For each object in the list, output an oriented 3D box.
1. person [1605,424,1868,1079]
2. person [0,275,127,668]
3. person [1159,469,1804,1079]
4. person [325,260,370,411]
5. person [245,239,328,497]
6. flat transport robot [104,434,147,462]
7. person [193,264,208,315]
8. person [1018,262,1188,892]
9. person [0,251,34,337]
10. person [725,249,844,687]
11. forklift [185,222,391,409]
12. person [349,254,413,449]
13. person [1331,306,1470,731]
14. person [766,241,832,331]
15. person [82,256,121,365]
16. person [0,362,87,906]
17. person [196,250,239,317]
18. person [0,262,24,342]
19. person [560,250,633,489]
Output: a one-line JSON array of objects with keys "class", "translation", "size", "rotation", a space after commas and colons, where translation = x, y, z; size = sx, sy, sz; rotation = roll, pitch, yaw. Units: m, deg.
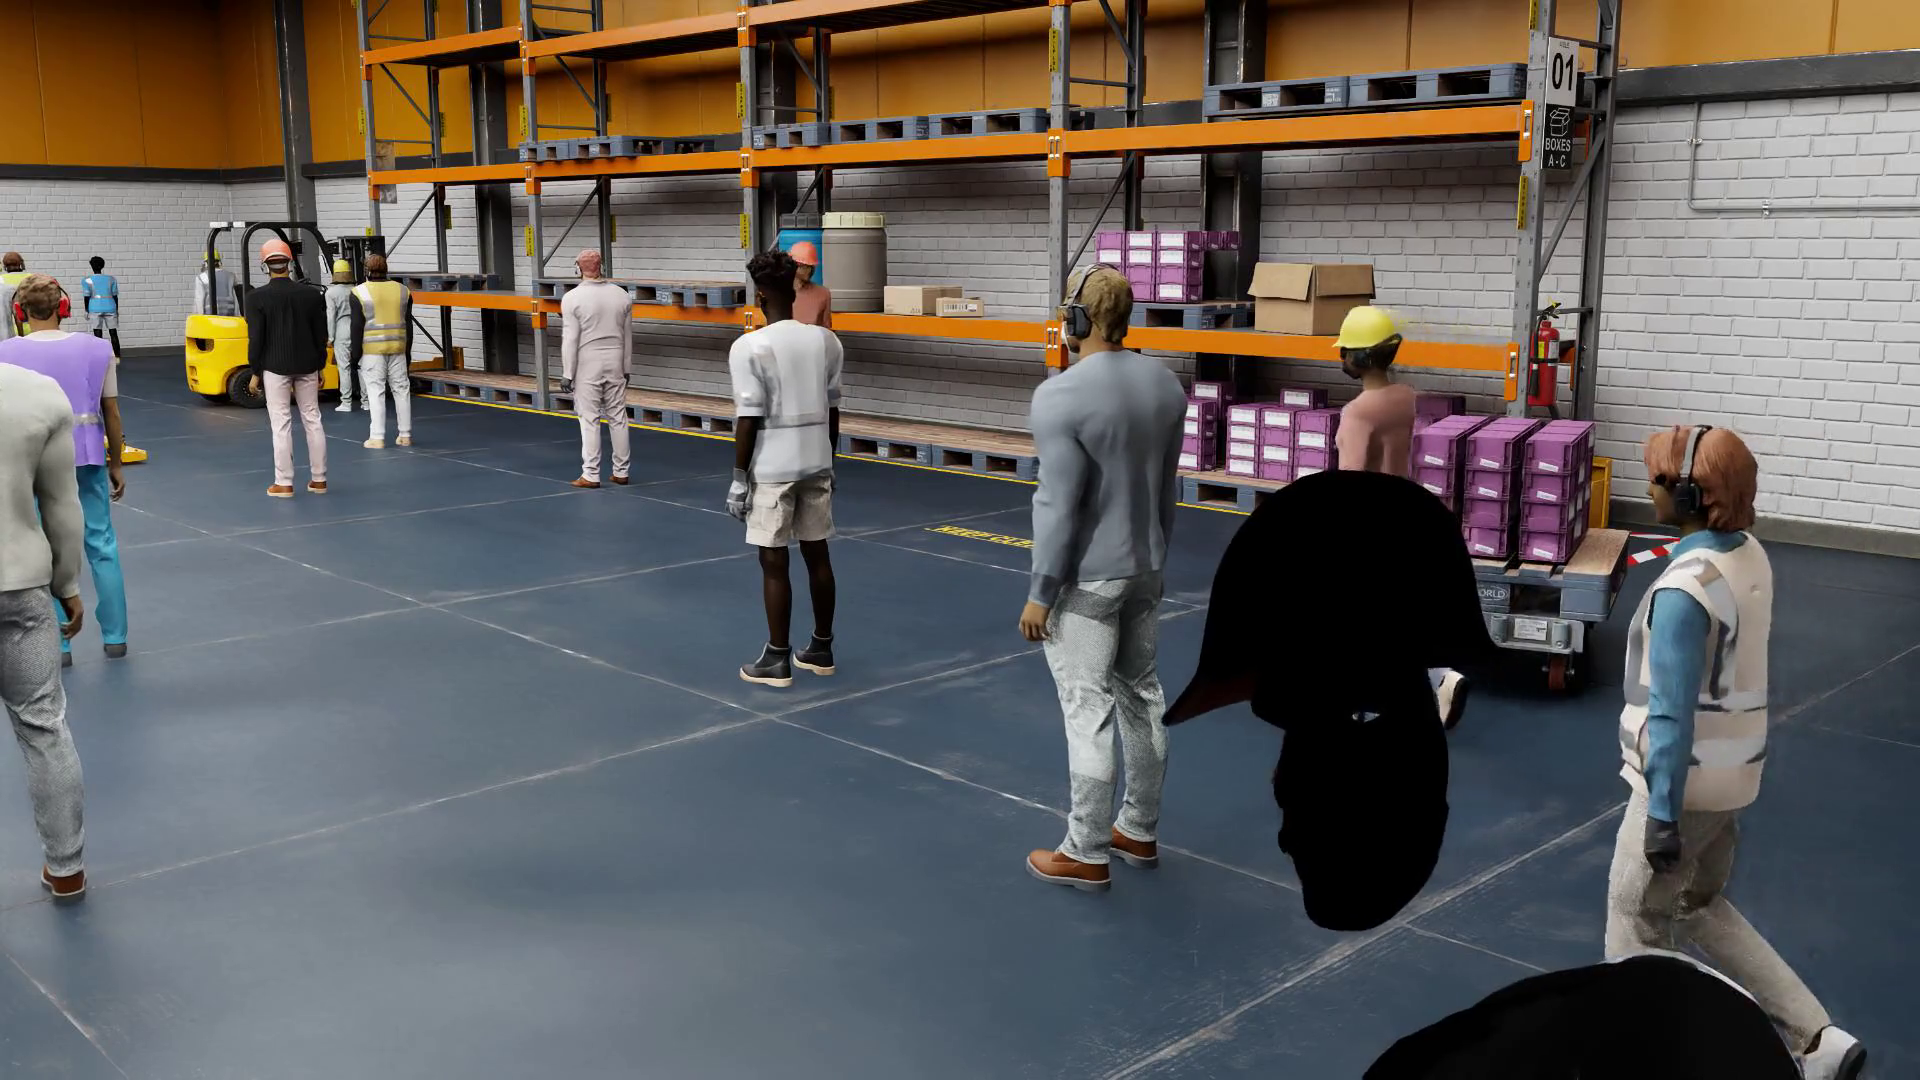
[{"class": "person", "translation": [1.669, 0.551, 3.672], "size": [0.579, 1.619, 0.532], "rotation": [9, 14, 41]}, {"class": "person", "translation": [-4.217, -0.314, 7.812], "size": [0.563, 1.838, 0.389], "rotation": [-10, 14, -43]}, {"class": "person", "translation": [0.264, 0.880, 1.052], "size": [0.542, 1.930, 0.374], "rotation": [-10, 14, -43]}, {"class": "person", "translation": [-7.073, -2.352, 19.200], "size": [0.483, 1.737, 0.311], "rotation": [-10, 14, -43]}, {"class": "person", "translation": [-5.220, -1.325, 12.916], "size": [0.608, 1.987, 0.391], "rotation": [-10, 14, -43]}, {"class": "flat transport robot", "translation": [-7.964, -0.758, 14.507], "size": [1.431, 0.197, 0.652], "rotation": [-10, 14, -44]}, {"class": "person", "translation": [-11.496, -3.442, 25.516], "size": [0.502, 1.594, 0.838], "rotation": [1, 10, 3]}, {"class": "person", "translation": [0.434, 0.121, 5.160], "size": [0.627, 1.940, 0.371], "rotation": [-10, 14, -43]}, {"class": "person", "translation": [-10.665, -2.348, 18.907], "size": [0.619, 1.839, 0.430], "rotation": [-10, 14, -43]}, {"class": "person", "translation": [-0.790, -0.319, 7.505], "size": [0.600, 1.959, 0.375], "rotation": [-10, 14, -43]}, {"class": "forklift", "translation": [-8.169, -2.758, 20.163], "size": [2.313, 2.155, 1.214], "rotation": [-10, 14, -44]}, {"class": "person", "translation": [-5.519, -1.795, 15.873], "size": [0.619, 1.845, 0.430], "rotation": [-10, 14, -43]}, {"class": "person", "translation": [1.684, -0.049, 6.595], "size": [0.610, 1.747, 0.543], "rotation": [9, 14, 41]}, {"class": "person", "translation": [-1.338, -1.500, 13.905], "size": [0.640, 1.972, 0.434], "rotation": [-5, 11, -24]}, {"class": "person", "translation": [-13.324, -3.548, 25.827], "size": [0.529, 1.697, 0.321], "rotation": [-10, 14, -43]}, {"class": "person", "translation": [-2.890, 0.177, 4.869], "size": [0.627, 1.935, 0.371], "rotation": [-10, 14, -43]}, {"class": "person", "translation": [-10.532, -3.204, 23.606], "size": [0.586, 1.824, 0.404], "rotation": [-10, 14, -43]}, {"class": "person", "translation": [-9.312, -1.847, 16.077], "size": [0.517, 1.874, 0.328], "rotation": [-10, 14, -43]}, {"class": "person", "translation": [-2.931, -1.366, 13.376], "size": [0.636, 1.903, 0.404], "rotation": [-10, 14, -43]}]
